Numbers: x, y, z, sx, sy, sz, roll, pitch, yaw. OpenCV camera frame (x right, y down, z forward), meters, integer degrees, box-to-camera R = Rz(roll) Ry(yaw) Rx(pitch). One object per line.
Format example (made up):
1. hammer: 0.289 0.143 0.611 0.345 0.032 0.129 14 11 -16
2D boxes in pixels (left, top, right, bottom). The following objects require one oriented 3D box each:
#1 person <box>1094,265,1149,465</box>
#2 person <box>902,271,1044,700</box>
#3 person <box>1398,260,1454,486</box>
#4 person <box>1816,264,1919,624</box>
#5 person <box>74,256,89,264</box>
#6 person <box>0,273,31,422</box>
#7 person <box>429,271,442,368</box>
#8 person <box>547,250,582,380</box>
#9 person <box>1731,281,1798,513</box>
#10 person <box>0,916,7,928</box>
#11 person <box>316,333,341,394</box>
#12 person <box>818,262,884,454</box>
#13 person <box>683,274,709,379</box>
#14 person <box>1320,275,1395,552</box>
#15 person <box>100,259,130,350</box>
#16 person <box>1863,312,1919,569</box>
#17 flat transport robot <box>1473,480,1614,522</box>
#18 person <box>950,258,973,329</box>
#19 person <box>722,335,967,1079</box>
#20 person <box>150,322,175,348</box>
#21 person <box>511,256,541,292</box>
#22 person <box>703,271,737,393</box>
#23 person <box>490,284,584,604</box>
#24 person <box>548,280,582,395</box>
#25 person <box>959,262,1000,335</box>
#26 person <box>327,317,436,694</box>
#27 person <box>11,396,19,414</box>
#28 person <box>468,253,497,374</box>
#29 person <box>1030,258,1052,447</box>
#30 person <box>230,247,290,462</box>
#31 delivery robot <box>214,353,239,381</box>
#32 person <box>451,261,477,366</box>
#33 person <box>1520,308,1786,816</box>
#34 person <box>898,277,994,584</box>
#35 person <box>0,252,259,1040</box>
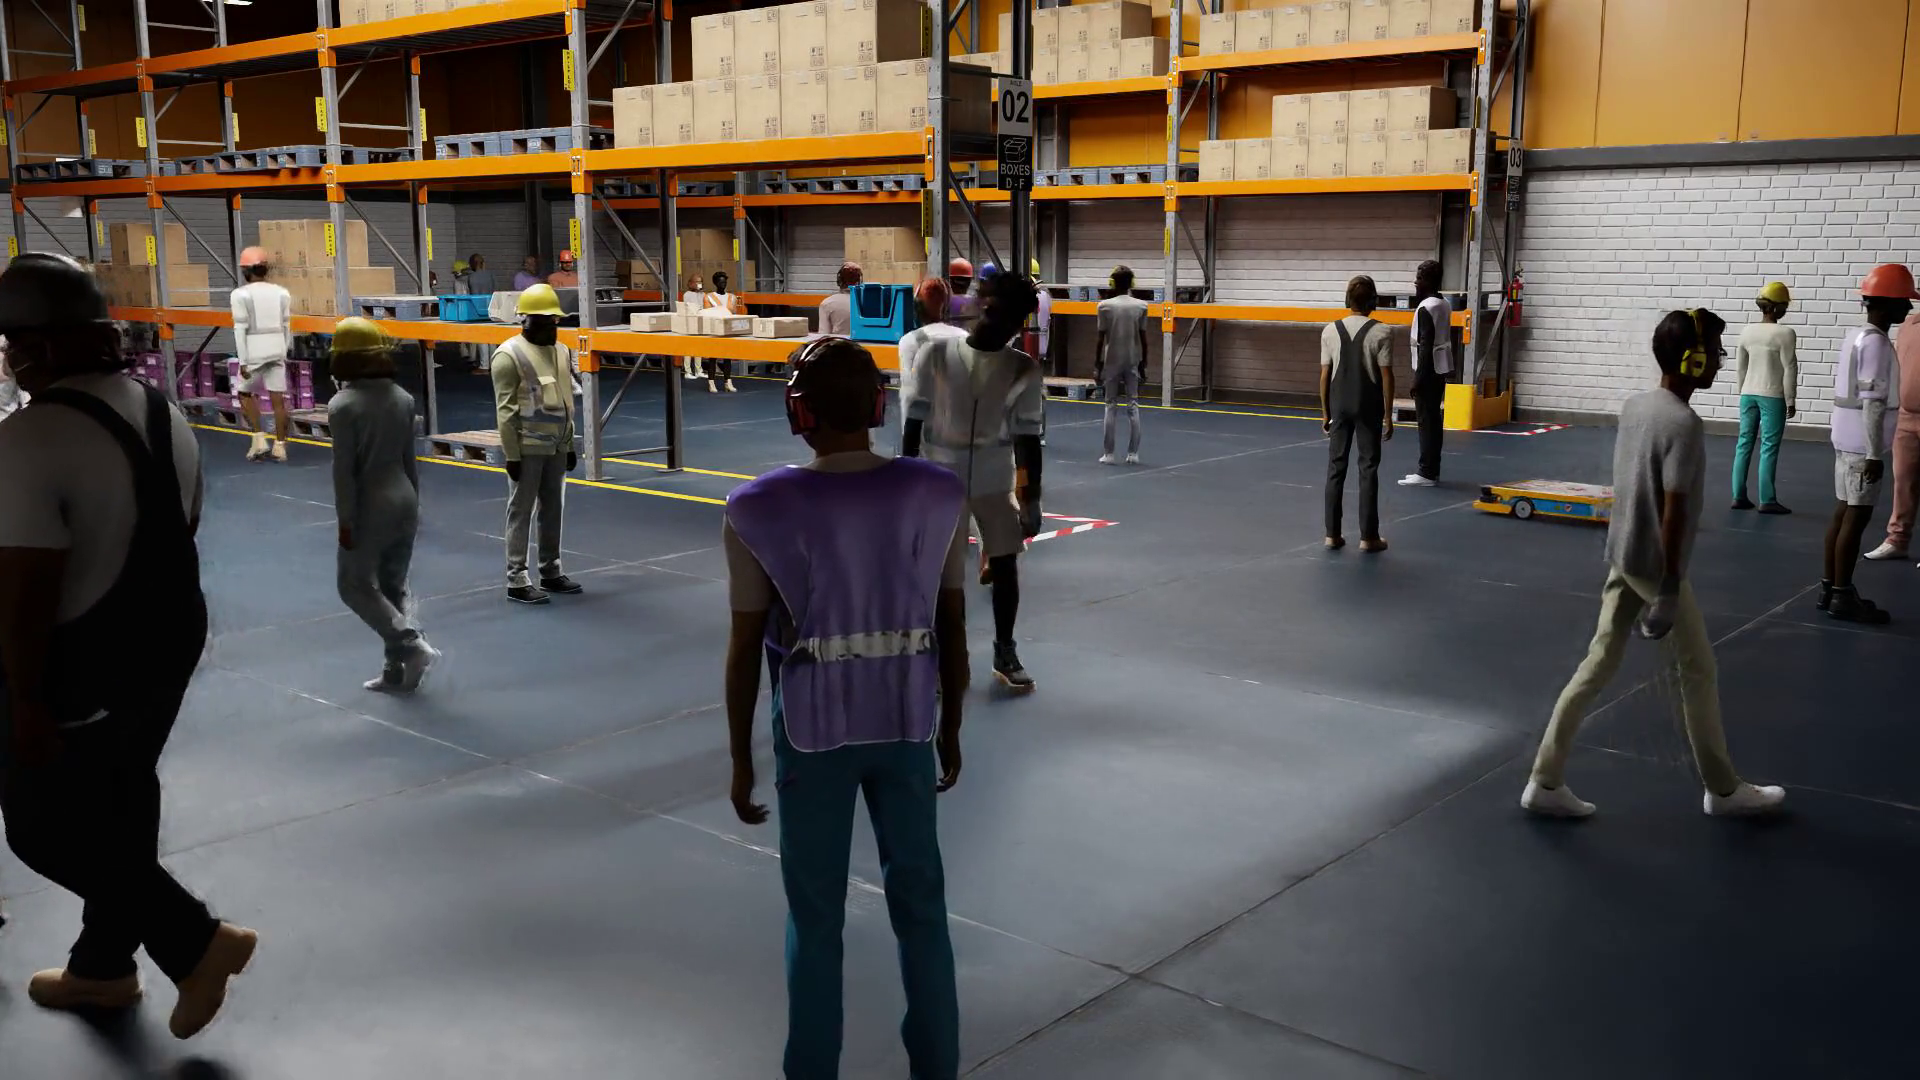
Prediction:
1. person: 1.510 -1.625 15.557 0.511 1.859 0.321 -1 10 -8
2. person: 0.055 -0.239 7.505 0.658 1.928 0.405 0 10 -2
3. person: 4.000 -1.416 14.189 0.391 1.920 0.593 5 11 27
4. person: 4.958 -0.523 9.056 0.373 1.934 0.551 3 10 17
5. person: -12.634 -3.163 24.192 0.436 1.921 0.727 -8 13 -38
6. person: -8.552 -1.497 15.011 0.945 1.792 0.634 9 13 40
7. person: -8.982 -3.736 28.208 0.285 1.634 0.499 0 10 1
8. person: -6.019 -3.440 25.500 0.612 1.995 0.382 -7 12 -36
9. person: 6.181 -1.087 12.748 0.304 1.772 0.525 -4 11 -23
10. person: -3.109 0.284 4.660 0.970 1.869 0.649 3 10 15
11. person: -8.623 -2.811 22.822 0.540 1.679 0.675 0 10 2
12. person: -0.982 -1.513 14.818 0.647 1.900 0.403 -5 11 -27
13. person: -4.109 -3.316 25.848 0.285 1.626 0.494 6 12 32
14. person: 2.651 -0.837 11.105 0.506 1.846 0.344 6 12 32
15. person: -12.009 -3.045 23.620 0.641 1.859 0.575 -9 13 -41
16. person: 6.139 -0.767 10.548 0.401 1.904 0.641 -4 11 -22
17. flat transport robot: 4.650 -0.279 12.405 0.652 0.197 1.431 -10 14 -44
18. person: 0.001 -1.505 14.647 0.551 1.934 0.373 -3 10 -18
19. person: -0.247 0.459 3.793 0.574 1.831 0.409 -3 11 -19
20. person: -13.470 -3.861 28.055 0.544 1.939 0.353 0 10 -1
21. person: -7.318 -3.880 28.293 0.400 1.906 0.659 5 11 24
22. person: -3.346 -2.904 23.294 0.532 1.696 0.319 -7 12 -34
23. person: -2.409 -0.550 9.545 0.405 1.823 0.591 5 11 24
24. person: -5.555 -2.786 22.929 0.877 1.581 0.519 1 10 5
25. person: 0.182 -1.464 14.516 0.635 1.897 0.803 0 10 -1
26. person: -2.553 -0.125 7.392 0.493 1.725 0.510 5 11 26
27. person: -10.115 -1.853 17.602 0.525 1.597 0.845 -4 11 -24
28. person: -7.683 -3.623 26.704 0.354 1.936 0.635 3 10 14
29. person: 0.685 -1.877 16.780 0.356 1.930 0.592 8 13 37
30. person: -6.610 -1.750 15.758 0.518 2.027 0.606 8 13 37
31. delivery robot: -10.128 -2.360 23.177 0.707 0.478 0.477 9 13 42
32. person: -8.488 -3.866 28.499 0.480 1.791 0.616 4 11 22
33. person: 2.447 0.101 5.850 0.966 1.823 0.536 -2 10 -10
34. person: -0.100 -0.635 9.934 0.584 1.862 0.822 -10 14 -44
35. person: -2.163 0.273 4.226 0.713 2.000 0.705 1 10 8
